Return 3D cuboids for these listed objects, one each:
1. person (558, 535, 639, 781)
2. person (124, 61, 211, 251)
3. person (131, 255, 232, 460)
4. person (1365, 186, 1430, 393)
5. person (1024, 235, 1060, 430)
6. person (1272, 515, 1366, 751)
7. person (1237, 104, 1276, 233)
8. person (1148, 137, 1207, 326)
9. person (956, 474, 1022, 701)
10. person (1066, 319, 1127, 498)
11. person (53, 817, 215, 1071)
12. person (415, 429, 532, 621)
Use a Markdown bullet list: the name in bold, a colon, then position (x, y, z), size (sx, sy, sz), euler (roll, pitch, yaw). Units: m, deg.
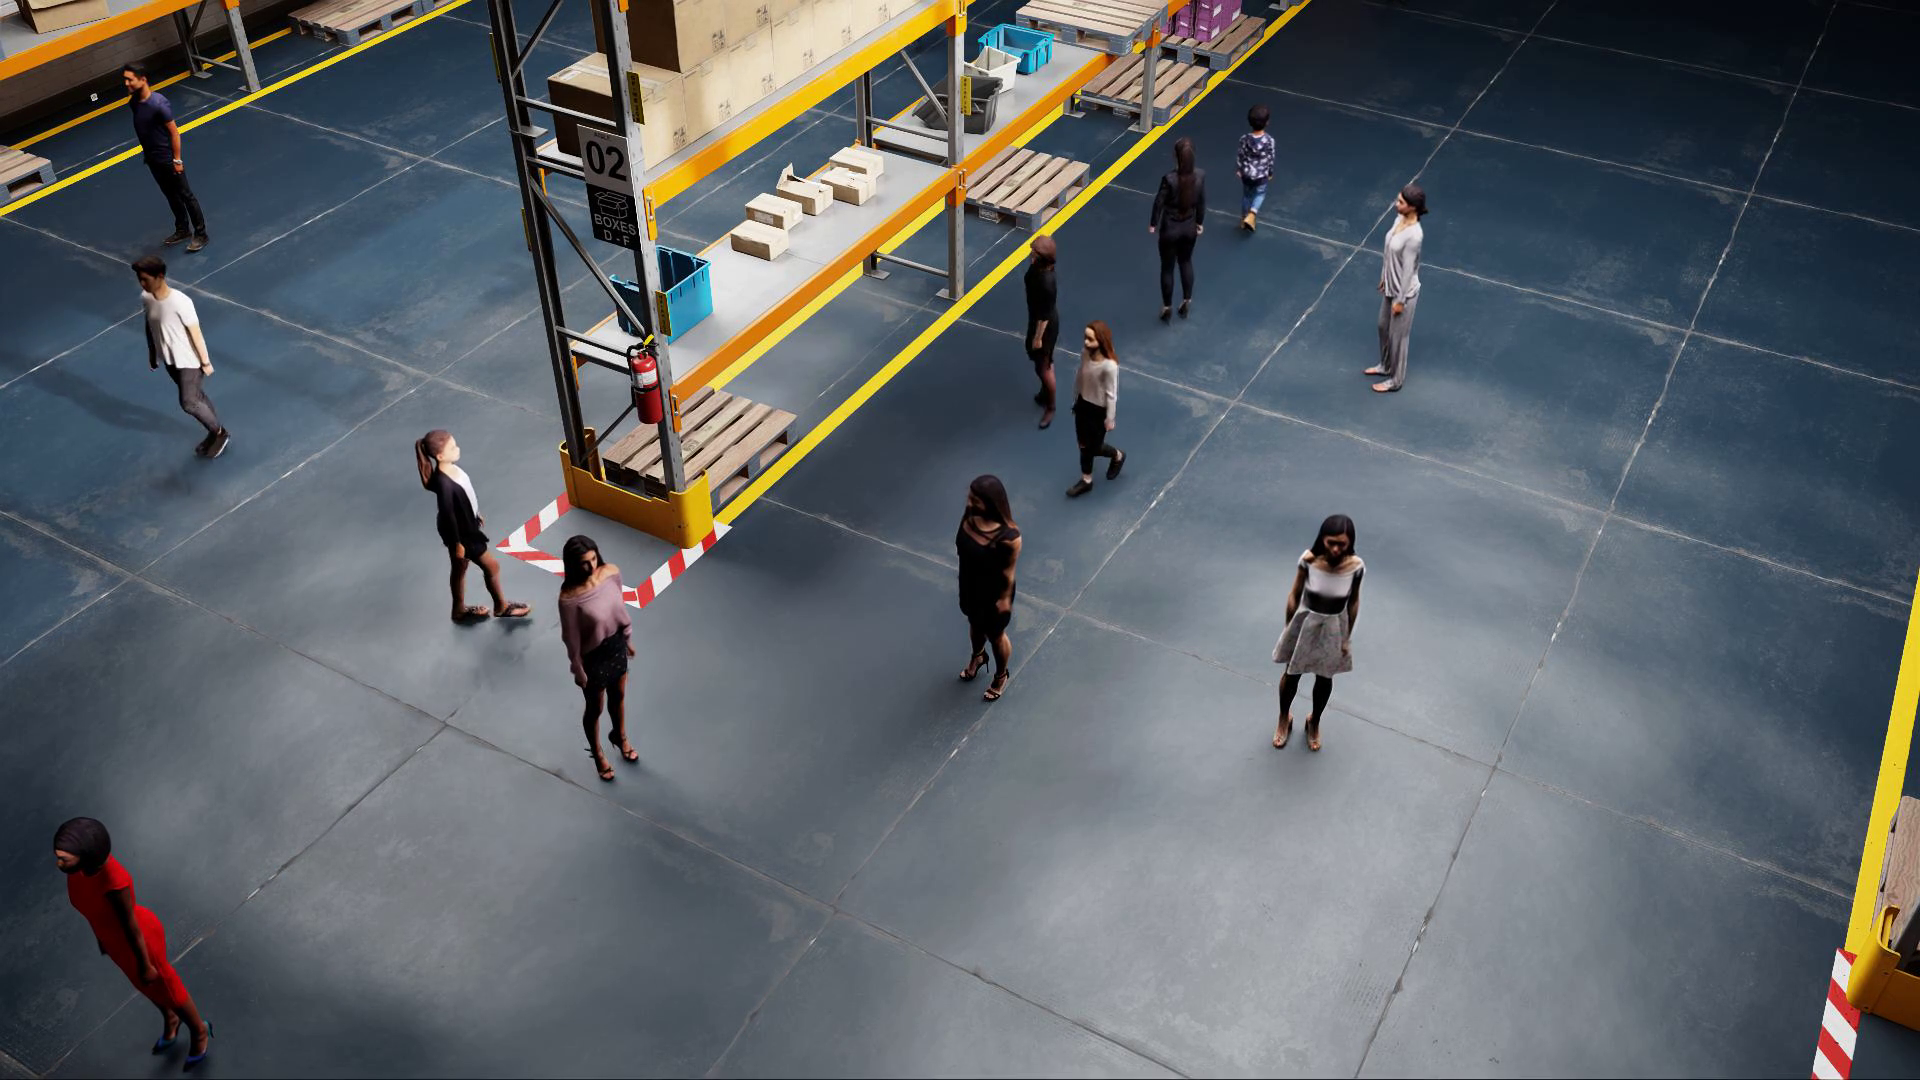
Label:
- **person**: position (-2.140, 0.690, 9.879), size (0.723, 1.810, 0.526), euler (28, 46, 30)
- **person**: position (-7.249, -3.513, 15.156), size (0.648, 1.793, 0.532), euler (17, 42, 21)
- **person**: position (-5.845, -1.434, 12.620), size (0.643, 1.709, 0.578), euler (22, 44, 25)
- **person**: position (3.529, -2.013, 13.297), size (0.733, 1.769, 0.639), euler (-4, 39, -4)
- **person**: position (0.665, -1.697, 12.971), size (0.799, 1.683, 0.675), euler (6, 39, 8)
- **person**: position (2.160, 0.571, 10.057), size (0.739, 1.775, 0.753), euler (6, 39, 7)
- **person**: position (2.745, -3.441, 15.506), size (0.535, 1.243, 0.659), euler (15, 41, 18)
- **person**: position (1.851, -2.589, 14.068), size (0.678, 1.708, 0.748), euler (-11, 40, -13)
- **person**: position (0.173, 0.289, 10.456), size (0.735, 1.718, 0.736), euler (-24, 45, -27)
- **person**: position (1.037, -0.991, 12.253), size (0.836, 1.474, 0.714), euler (-25, 45, -28)
- **person**: position (-4.114, 2.005, 8.287), size (0.552, 1.743, 0.488), euler (20, 43, 24)
- **person**: position (-3.405, -0.070, 11.044), size (0.868, 1.544, 0.809), euler (-10, 40, -12)
